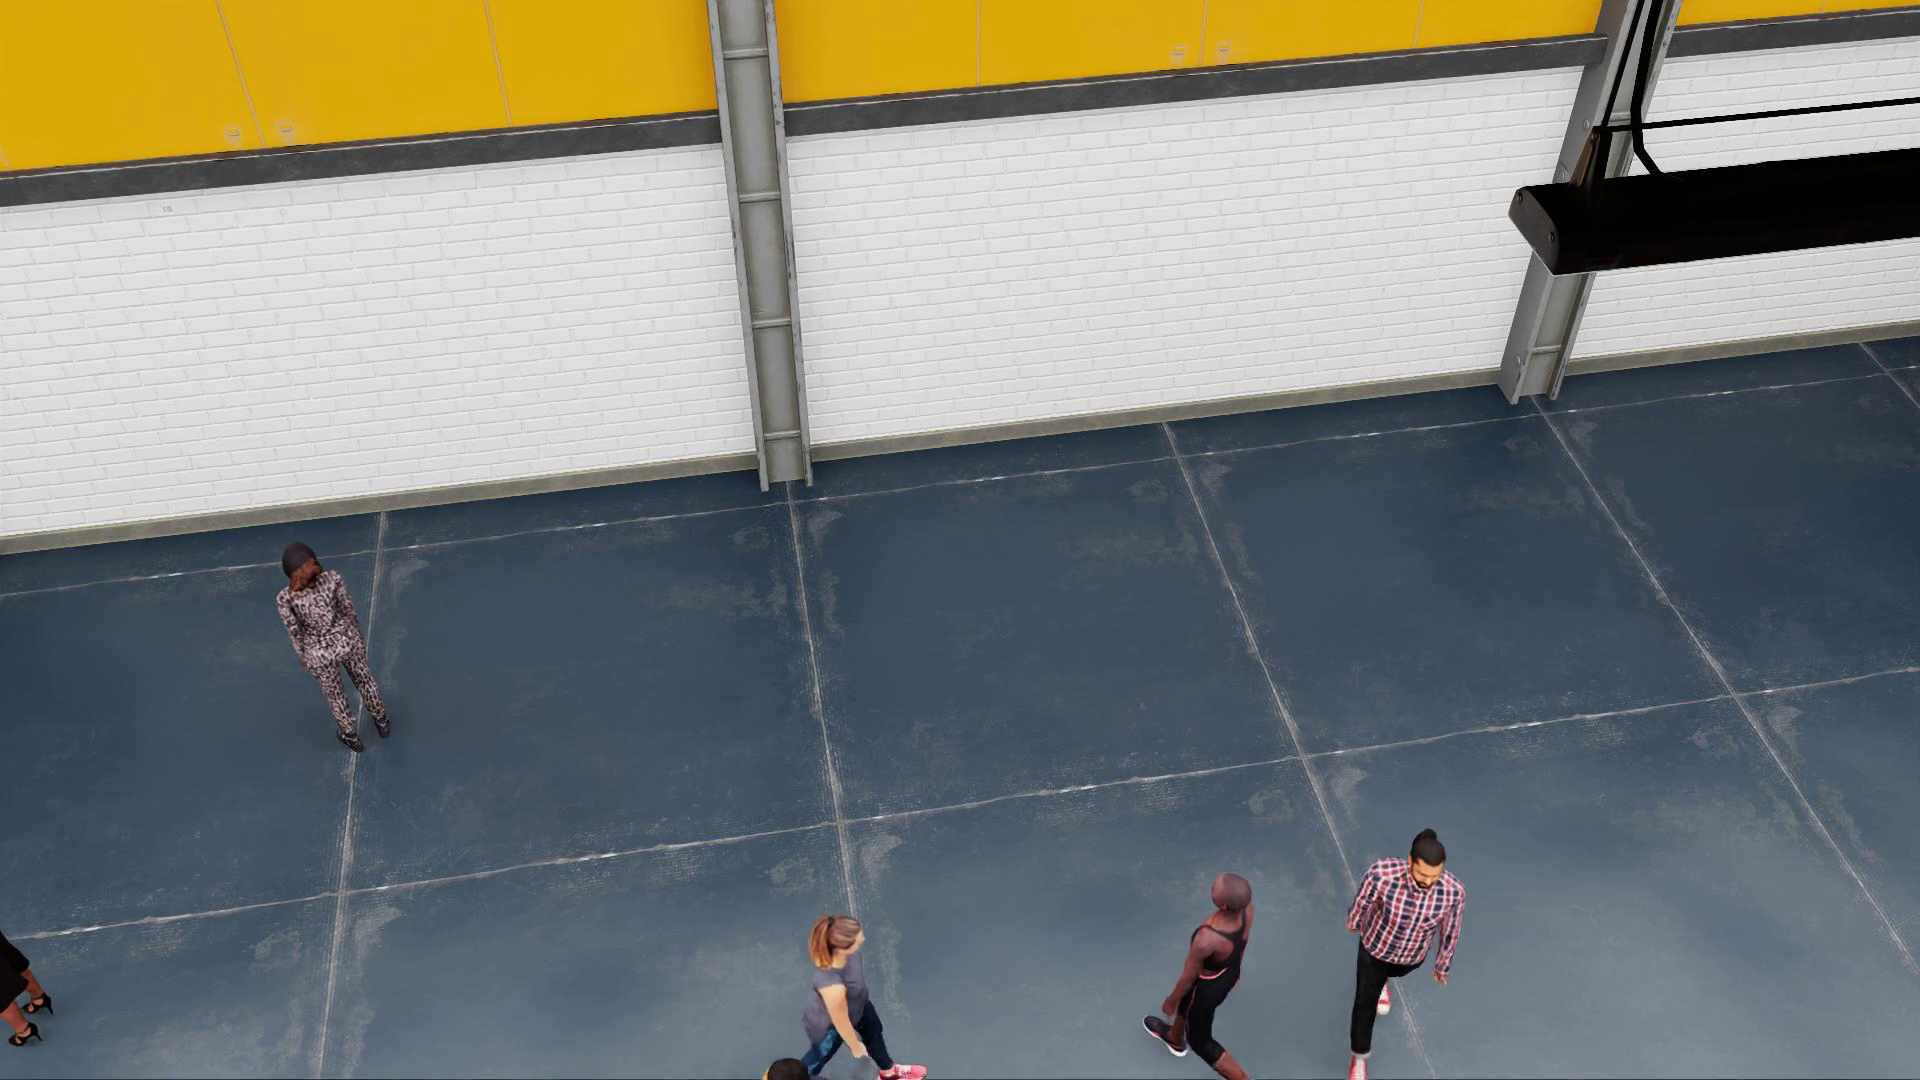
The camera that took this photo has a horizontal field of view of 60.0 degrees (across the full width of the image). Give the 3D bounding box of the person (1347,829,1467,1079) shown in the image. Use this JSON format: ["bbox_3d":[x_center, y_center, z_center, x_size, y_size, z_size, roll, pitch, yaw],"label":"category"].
[{"bbox_3d":[2.301,2.042,8.771,1.130,1.717,0.974,5,44,5],"label":"person"}]

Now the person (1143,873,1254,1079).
[{"bbox_3d":[1.341,2.331,8.461,1.117,1.726,1.107,30,51,28],"label":"person"}]

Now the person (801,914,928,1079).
[{"bbox_3d":[-0.712,2.402,8.404,0.979,1.702,0.693,0,44,0],"label":"person"}]

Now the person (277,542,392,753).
[{"bbox_3d":[-3.861,0.657,10.227,0.642,1.714,0.732,-29,51,-27],"label":"person"}]
